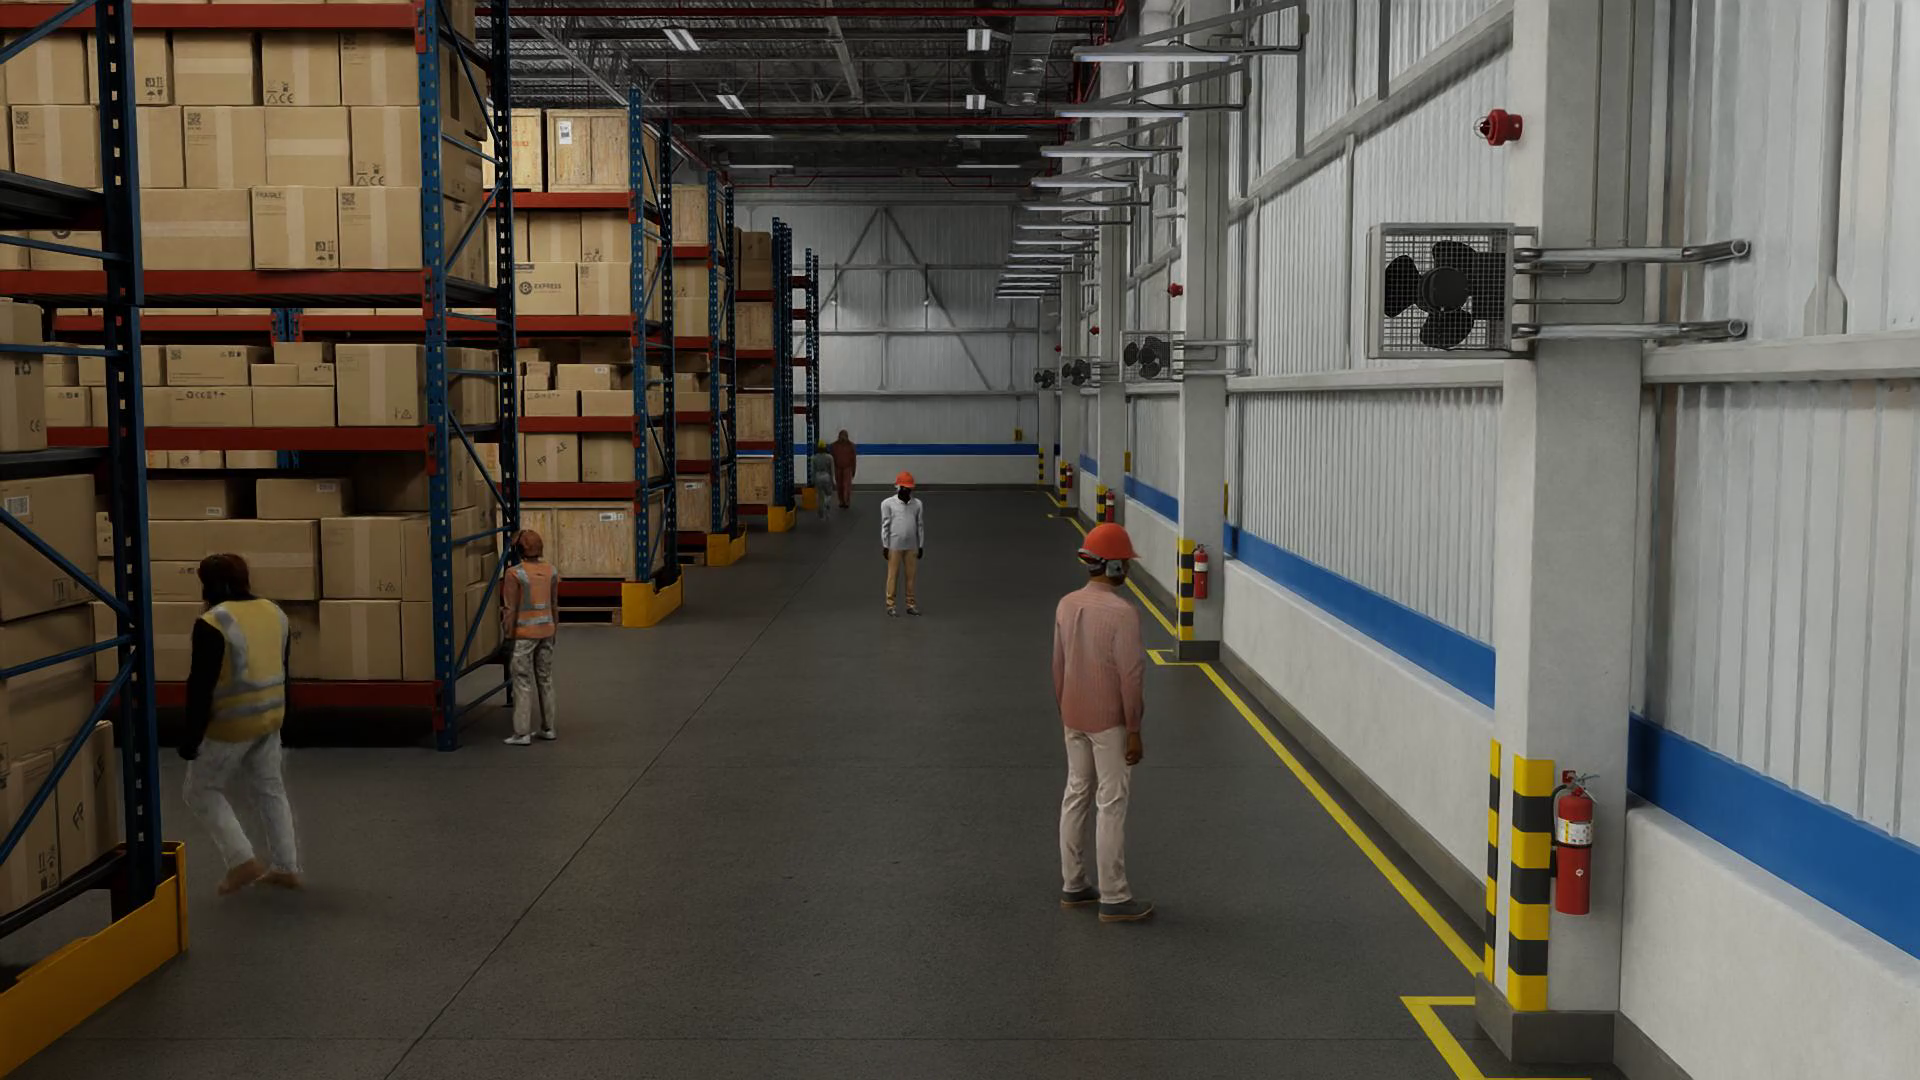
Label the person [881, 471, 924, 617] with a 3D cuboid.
[{"bbox_3d":[-0.671,0.052,19.866,0.563,1.743,0.348,-2,5,-27],"label":"person"}]

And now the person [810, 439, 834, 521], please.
[{"bbox_3d":[-2.915,-1.270,35.303,0.507,1.723,0.592,0,5,-1],"label":"person"}]

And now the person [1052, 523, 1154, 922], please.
[{"bbox_3d":[0.723,0.908,8.426,0.395,1.994,0.612,-3,6,-35],"label":"person"}]

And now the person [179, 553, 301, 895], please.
[{"bbox_3d":[-3.759,0.974,8.681,0.483,1.817,0.647,1,5,17],"label":"person"}]

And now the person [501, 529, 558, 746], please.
[{"bbox_3d":[-3.238,0.733,12.586,0.313,1.630,0.524,3,6,32],"label":"person"}]

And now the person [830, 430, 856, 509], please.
[{"bbox_3d":[-2.772,-1.680,39.399,0.635,1.862,0.952,0,5,4],"label":"person"}]

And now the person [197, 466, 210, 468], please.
[{"bbox_3d":[-7.970,0.191,17.270,0.595,1.917,0.543,-1,5,-15],"label":"person"}]
